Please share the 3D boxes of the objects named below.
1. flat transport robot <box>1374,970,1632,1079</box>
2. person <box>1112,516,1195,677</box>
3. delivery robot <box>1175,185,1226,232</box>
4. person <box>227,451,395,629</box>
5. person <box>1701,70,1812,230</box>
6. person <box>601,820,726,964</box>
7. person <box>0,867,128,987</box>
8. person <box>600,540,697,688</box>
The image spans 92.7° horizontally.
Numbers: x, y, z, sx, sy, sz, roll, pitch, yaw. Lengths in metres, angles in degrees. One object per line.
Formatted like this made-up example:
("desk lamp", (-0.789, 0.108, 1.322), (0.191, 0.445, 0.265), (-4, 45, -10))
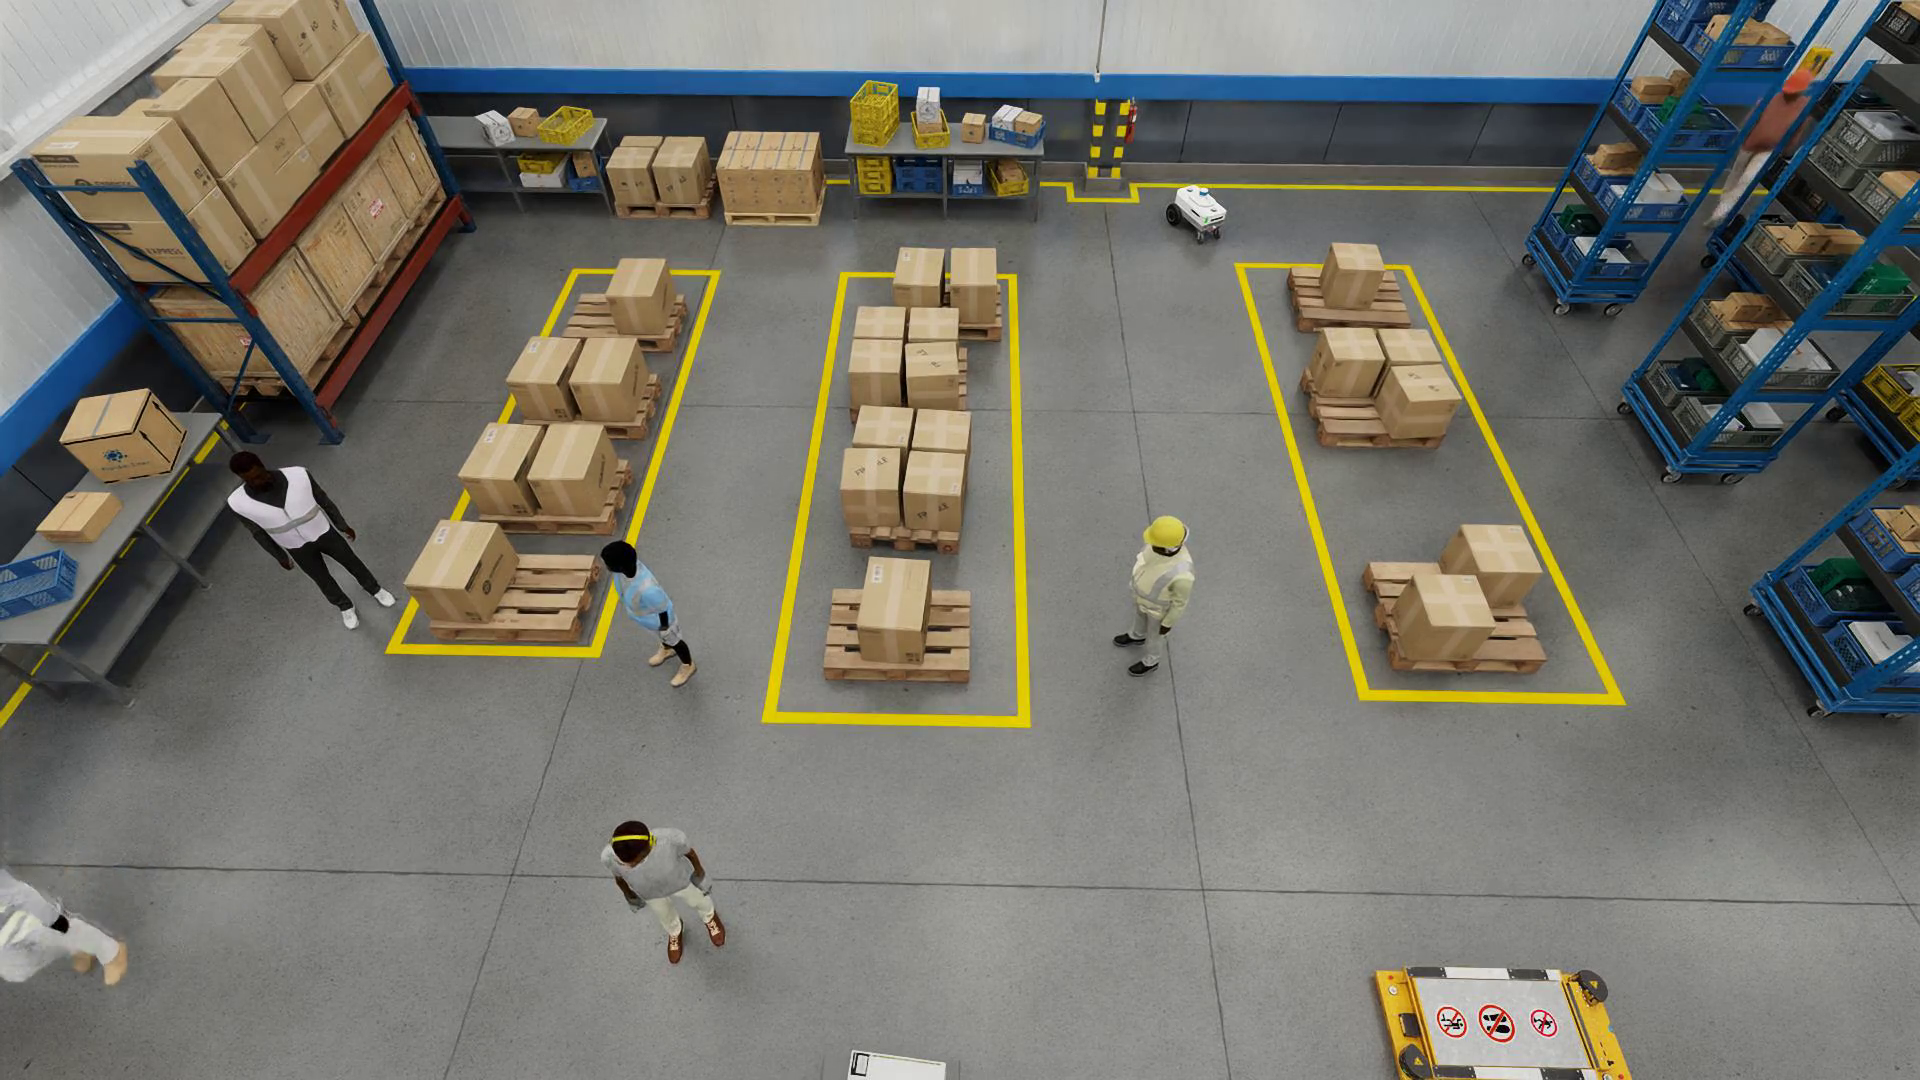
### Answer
("flat transport robot", (3.501, 3.133, 5.914), (1.431, 0.197, 0.652), (1, 51, 1))
("person", (1.511, 0.433, 7.122), (0.403, 1.819, 0.593), (-11, 52, -9))
("delivery robot", (3.064, -4.241, 11.685), (0.477, 0.478, 0.707), (-20, 54, -16))
("person", (-5.282, -0.027, 7.435), (0.591, 1.919, 0.390), (-38, 60, -26))
("person", (9.890, -4.857, 11.374), (0.630, 1.911, 1.031), (37, 59, 26))
("person", (-1.818, 2.159, 5.688), (0.521, 1.865, 0.328), (-14, 52, -11))
("person", (-5.820, 2.339, 5.562), (0.631, 1.829, 0.432), (-22, 54, -17))
("person", (-2.396, 0.559, 7.098), (0.322, 1.695, 0.536), (-38, 60, -27))
